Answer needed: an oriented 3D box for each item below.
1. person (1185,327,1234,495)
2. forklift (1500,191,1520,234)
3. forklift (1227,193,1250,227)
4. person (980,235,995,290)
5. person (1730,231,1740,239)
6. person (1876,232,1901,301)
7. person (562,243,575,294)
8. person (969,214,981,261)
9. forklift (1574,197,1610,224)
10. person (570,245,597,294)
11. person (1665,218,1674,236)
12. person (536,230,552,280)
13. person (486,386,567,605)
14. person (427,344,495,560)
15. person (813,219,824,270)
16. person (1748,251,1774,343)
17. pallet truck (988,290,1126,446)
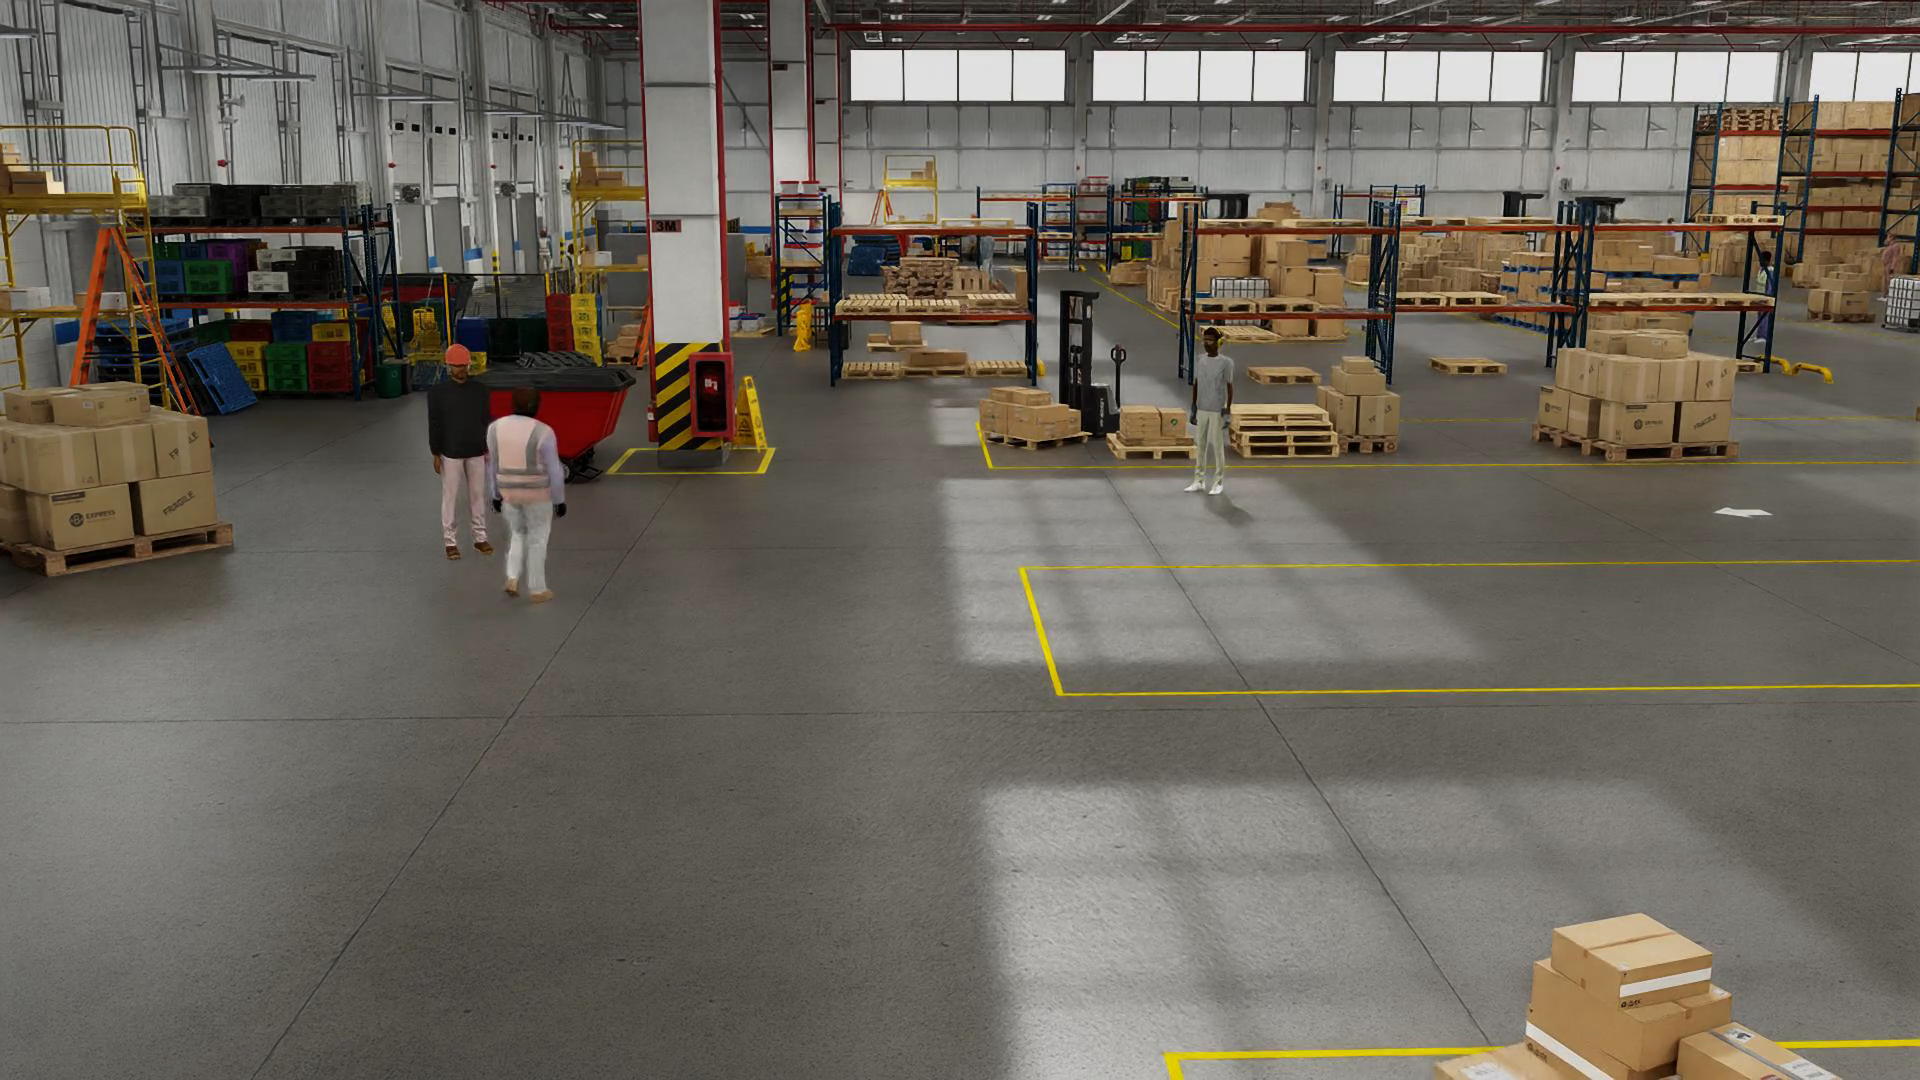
[{"bbox_3d":[2.781,-1.433,18.486,0.520,1.874,0.327,10,16,38],"label":"person"},{"bbox_3d":[20.772,-11.780,62.906,1.873,2.768,1.129,0,12,-2],"label":"forklift"},{"bbox_3d":[9.411,-10.335,56.383,1.873,2.768,1.129,11,16,40],"label":"forklift"},{"bbox_3d":[0.797,-8.400,49.791,0.373,1.940,0.628,7,14,28],"label":"person"},{"bbox_3d":[27.489,-10.328,59.221,0.698,1.608,0.511,-3,13,-14],"label":"person"},{"bbox_3d":[25.777,-7.572,46.143,0.407,1.902,0.639,3,13,12],"label":"person"},{"bbox_3d":[-9.381,-6.266,40.368,0.520,1.844,0.331,-4,13,-18],"label":"person"},{"bbox_3d":[0.613,-12.085,66.533,0.561,1.881,0.826,-10,16,-37],"label":"person"},{"bbox_3d":[18.727,-8.824,49.561,1.129,2.768,1.873,-1,13,-3],"label":"forklift"},{"bbox_3d":[-8.931,-6.066,39.434,0.657,1.855,0.496,-2,13,-7],"label":"person"},{"bbox_3d":[25.260,-10.517,59.350,0.379,1.940,0.629,12,17,42],"label":"person"},{"bbox_3d":[-13.762,-9.429,55.122,0.512,1.639,0.311,0,12,0],"label":"person"},{"bbox_3d":[-3.554,-0.358,13.725,0.660,1.832,0.442,4,13,18],"label":"person"},{"bbox_3d":[-4.620,-0.824,15.460,0.608,1.995,0.377,-9,15,-36],"label":"person"},{"bbox_3d":[-4.947,-10.270,58.281,0.650,1.911,0.702,-5,13,-21],"label":"person"},{"bbox_3d":[16.904,-5.098,34.939,0.394,1.915,0.587,1,13,6],"label":"person"},{"bbox_3d":[1.257,-2.299,22.111,1.885,1.965,0.823,-9,15,-35],"label":"pallet truck"}]
